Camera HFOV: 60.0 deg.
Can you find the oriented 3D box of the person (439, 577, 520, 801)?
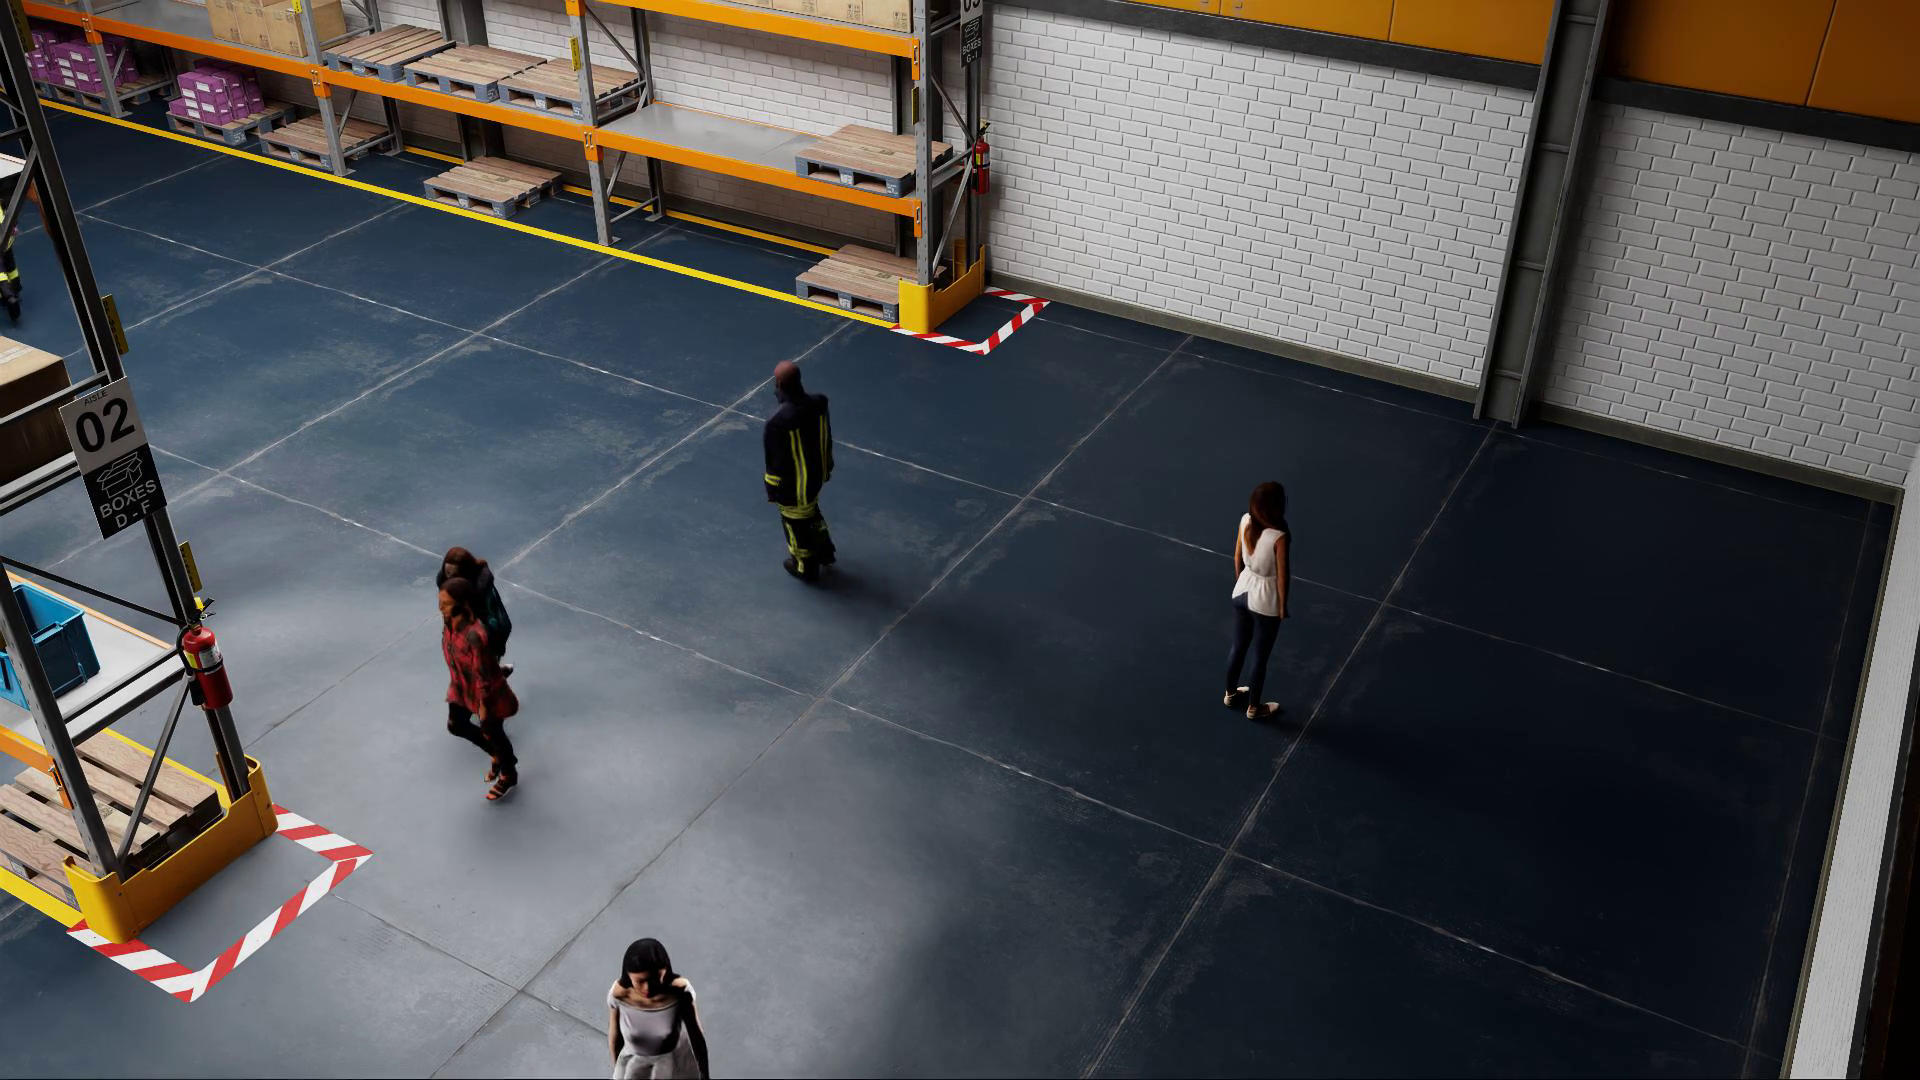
[{"bbox_3d":[-2.883,0.880,10.208,0.761,1.689,0.634,-29,43,-36],"label":"person"}]

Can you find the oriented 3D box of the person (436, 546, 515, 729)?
[{"bbox_3d":[-3.092,0.575,10.850,0.781,1.484,0.746,11,35,16],"label":"person"}]

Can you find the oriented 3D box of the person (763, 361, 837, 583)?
[{"bbox_3d":[-1.112,-0.476,12.135,0.857,1.814,0.821,27,42,34],"label":"person"}]

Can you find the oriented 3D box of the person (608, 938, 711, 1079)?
[{"bbox_3d":[-1.403,2.446,7.785,0.957,1.762,0.989,-3,34,-5],"label":"person"}]

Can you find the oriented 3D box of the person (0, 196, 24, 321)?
[{"bbox_3d":[-9.334,-3.008,15.932,0.901,1.826,1.166,-29,43,-36],"label":"person"}]

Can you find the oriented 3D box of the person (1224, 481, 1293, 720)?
[{"bbox_3d":[1.938,0.392,10.855,0.728,1.784,0.593,-23,40,-30],"label":"person"}]
